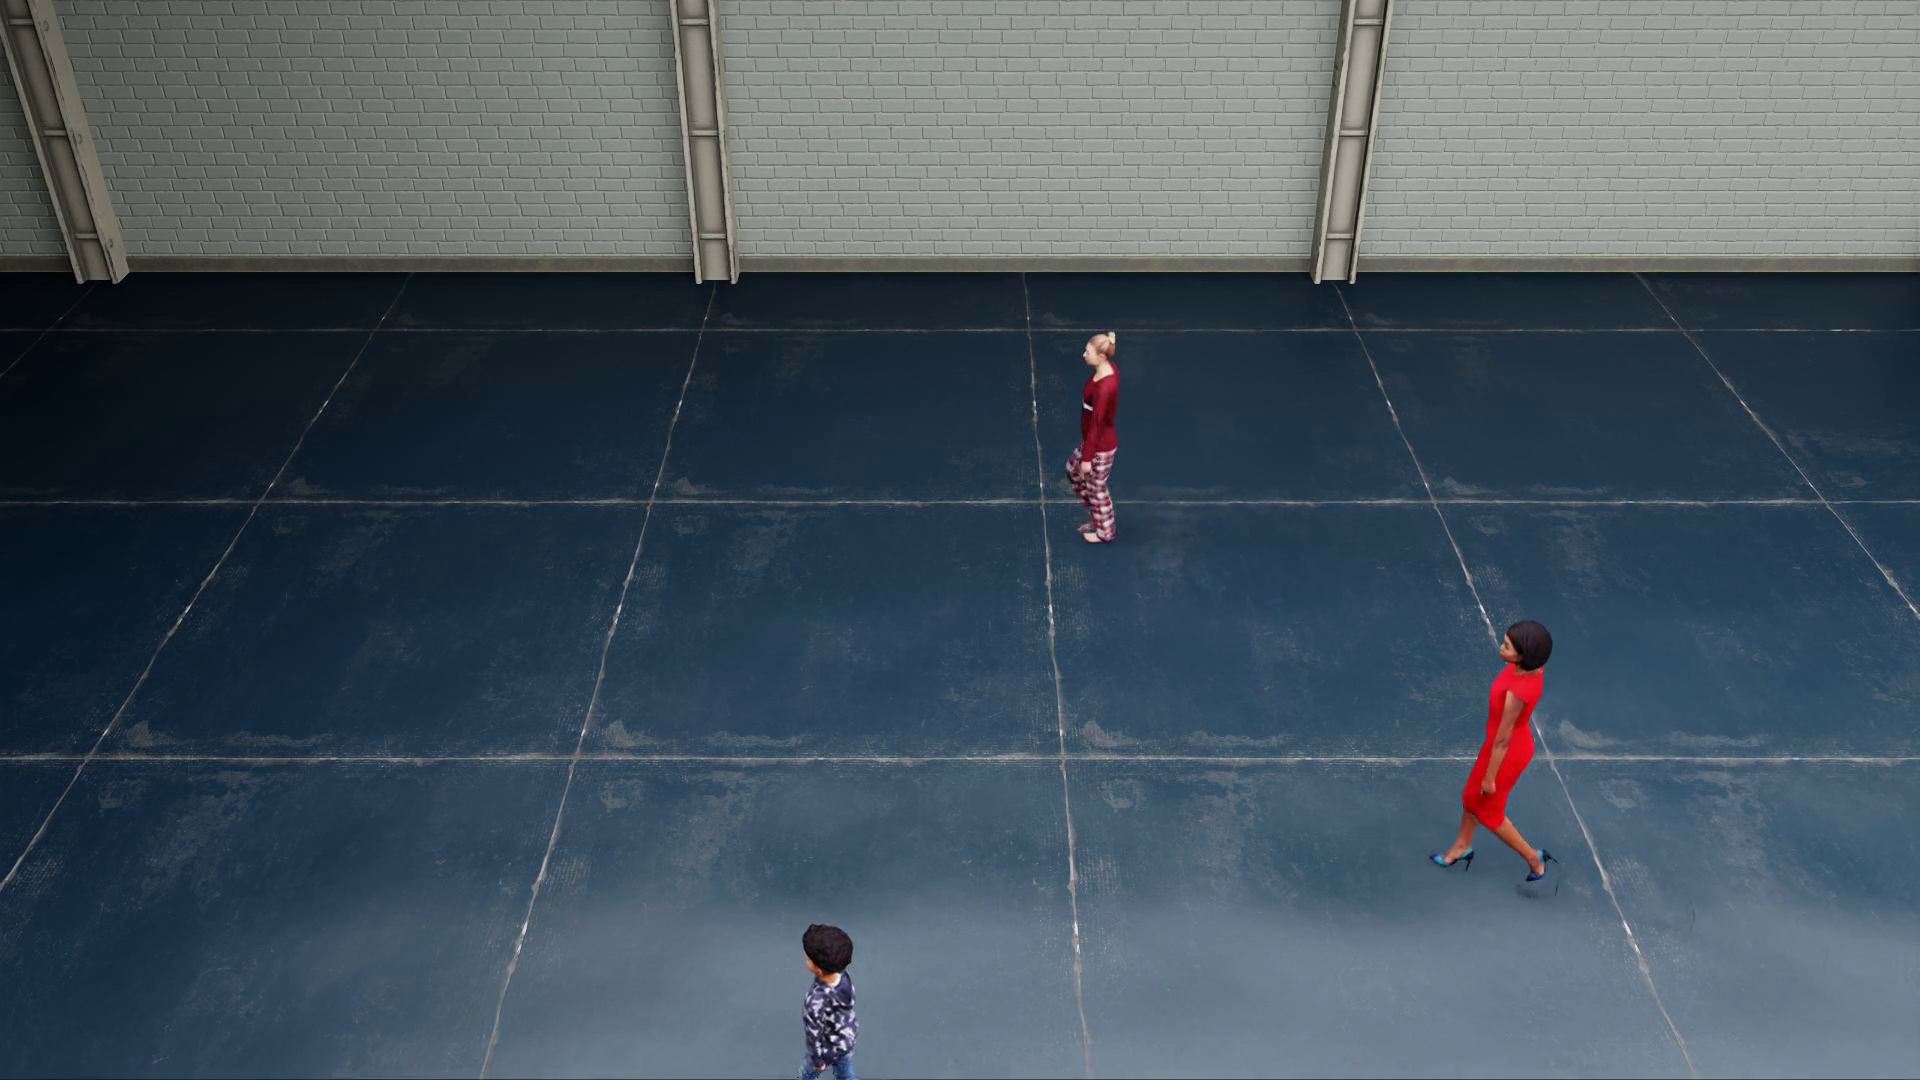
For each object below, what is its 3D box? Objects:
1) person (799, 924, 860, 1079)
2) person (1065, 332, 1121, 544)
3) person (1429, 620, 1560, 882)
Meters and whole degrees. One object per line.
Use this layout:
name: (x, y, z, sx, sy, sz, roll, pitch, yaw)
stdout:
person: (-0.551, 2.280, 7.649, 0.724, 1.236, 0.636, 15, 36, 22)
person: (1.066, -0.704, 11.820, 0.621, 1.691, 0.664, 2, 33, 4)
person: (2.970, 1.188, 8.875, 0.990, 1.730, 0.808, 13, 35, 19)
